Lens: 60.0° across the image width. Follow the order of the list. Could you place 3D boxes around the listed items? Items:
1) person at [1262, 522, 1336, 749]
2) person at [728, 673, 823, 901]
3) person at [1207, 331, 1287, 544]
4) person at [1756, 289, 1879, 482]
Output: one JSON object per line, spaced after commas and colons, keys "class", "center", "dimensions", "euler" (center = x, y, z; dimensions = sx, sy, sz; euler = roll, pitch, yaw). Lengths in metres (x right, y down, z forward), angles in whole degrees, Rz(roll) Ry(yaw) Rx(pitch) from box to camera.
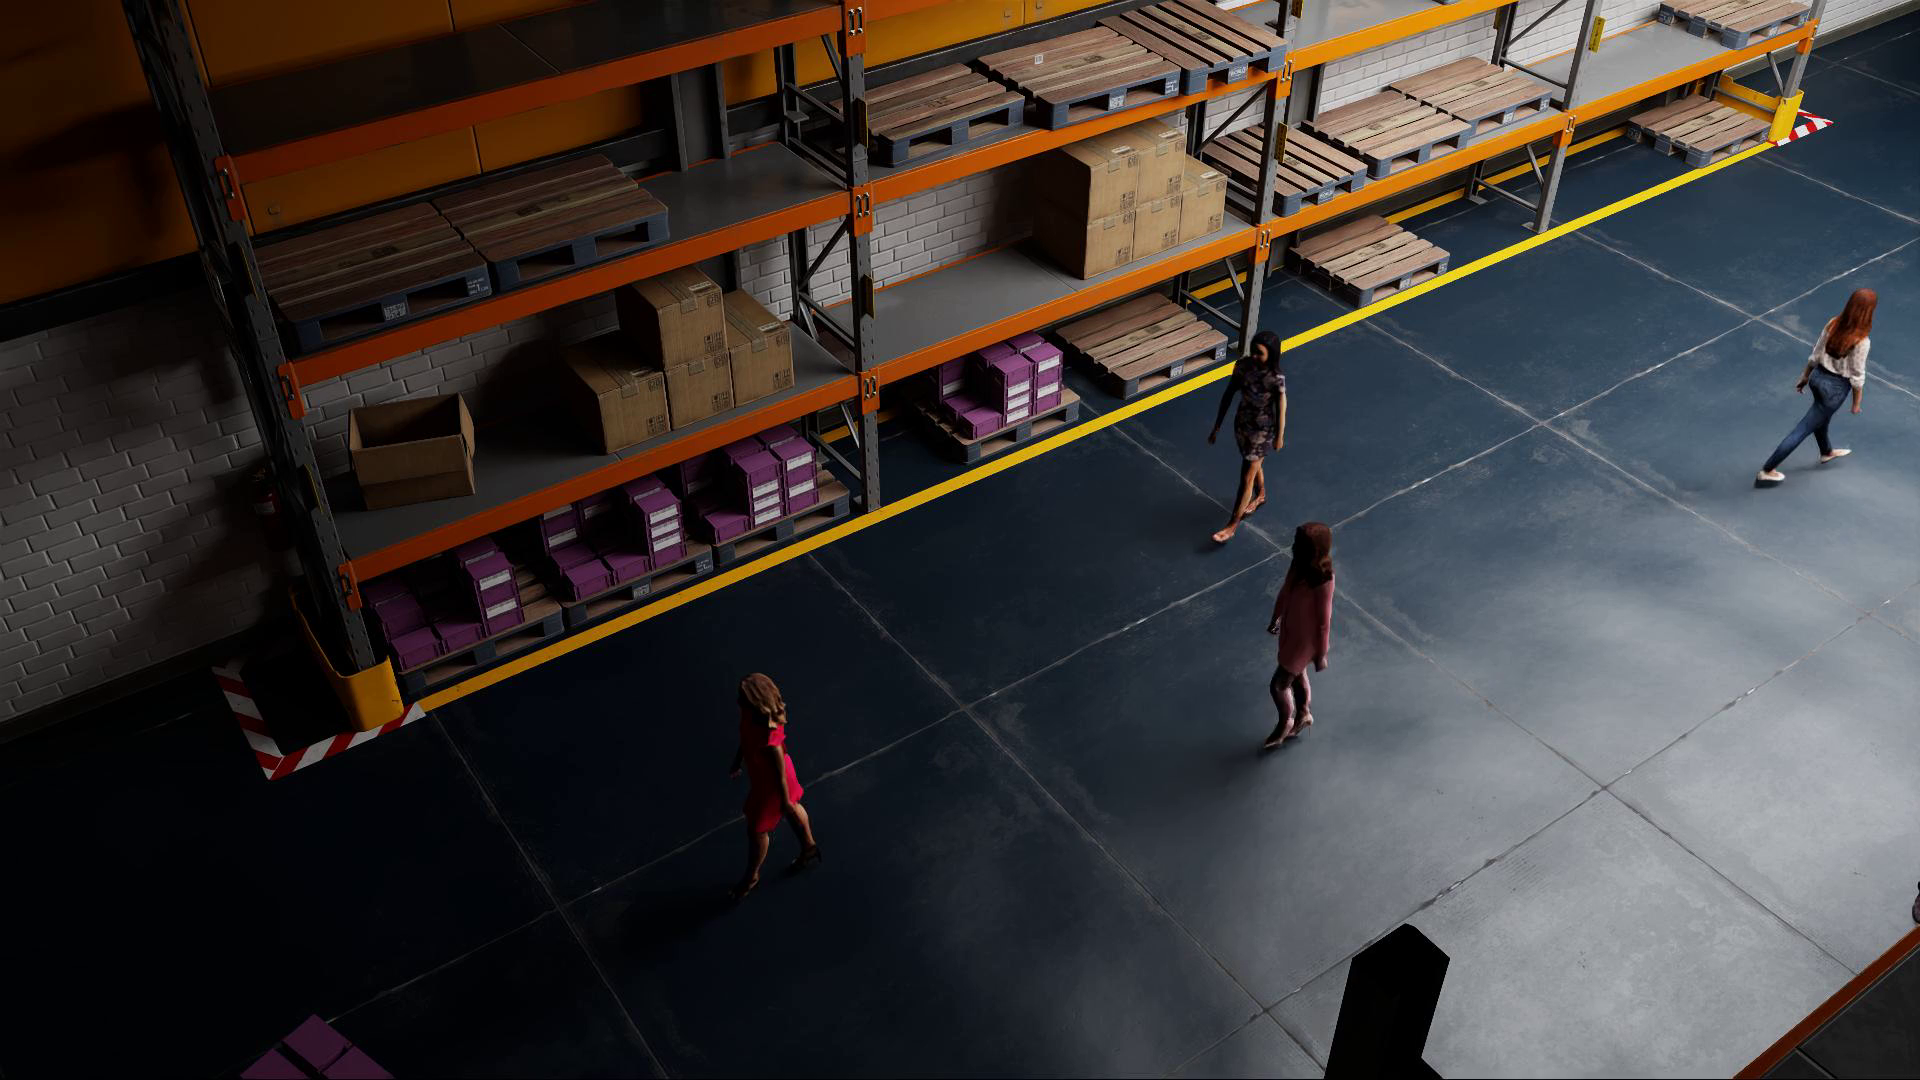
{"class": "person", "center": [2.272, 0.609, 10.680], "dimensions": [0.757, 1.786, 0.751], "euler": [-9, 39, -11]}
{"class": "person", "center": [-1.015, 1.382, 9.776], "dimensions": [0.917, 1.706, 0.736], "euler": [-10, 40, -13]}
{"class": "person", "center": [2.276, -0.851, 12.580], "dimensions": [1.060, 1.696, 0.715], "euler": [-30, 48, -32]}
{"class": "person", "center": [6.697, -1.155, 12.975], "dimensions": [1.221, 1.679, 0.879], "euler": [-9, 40, -12]}
